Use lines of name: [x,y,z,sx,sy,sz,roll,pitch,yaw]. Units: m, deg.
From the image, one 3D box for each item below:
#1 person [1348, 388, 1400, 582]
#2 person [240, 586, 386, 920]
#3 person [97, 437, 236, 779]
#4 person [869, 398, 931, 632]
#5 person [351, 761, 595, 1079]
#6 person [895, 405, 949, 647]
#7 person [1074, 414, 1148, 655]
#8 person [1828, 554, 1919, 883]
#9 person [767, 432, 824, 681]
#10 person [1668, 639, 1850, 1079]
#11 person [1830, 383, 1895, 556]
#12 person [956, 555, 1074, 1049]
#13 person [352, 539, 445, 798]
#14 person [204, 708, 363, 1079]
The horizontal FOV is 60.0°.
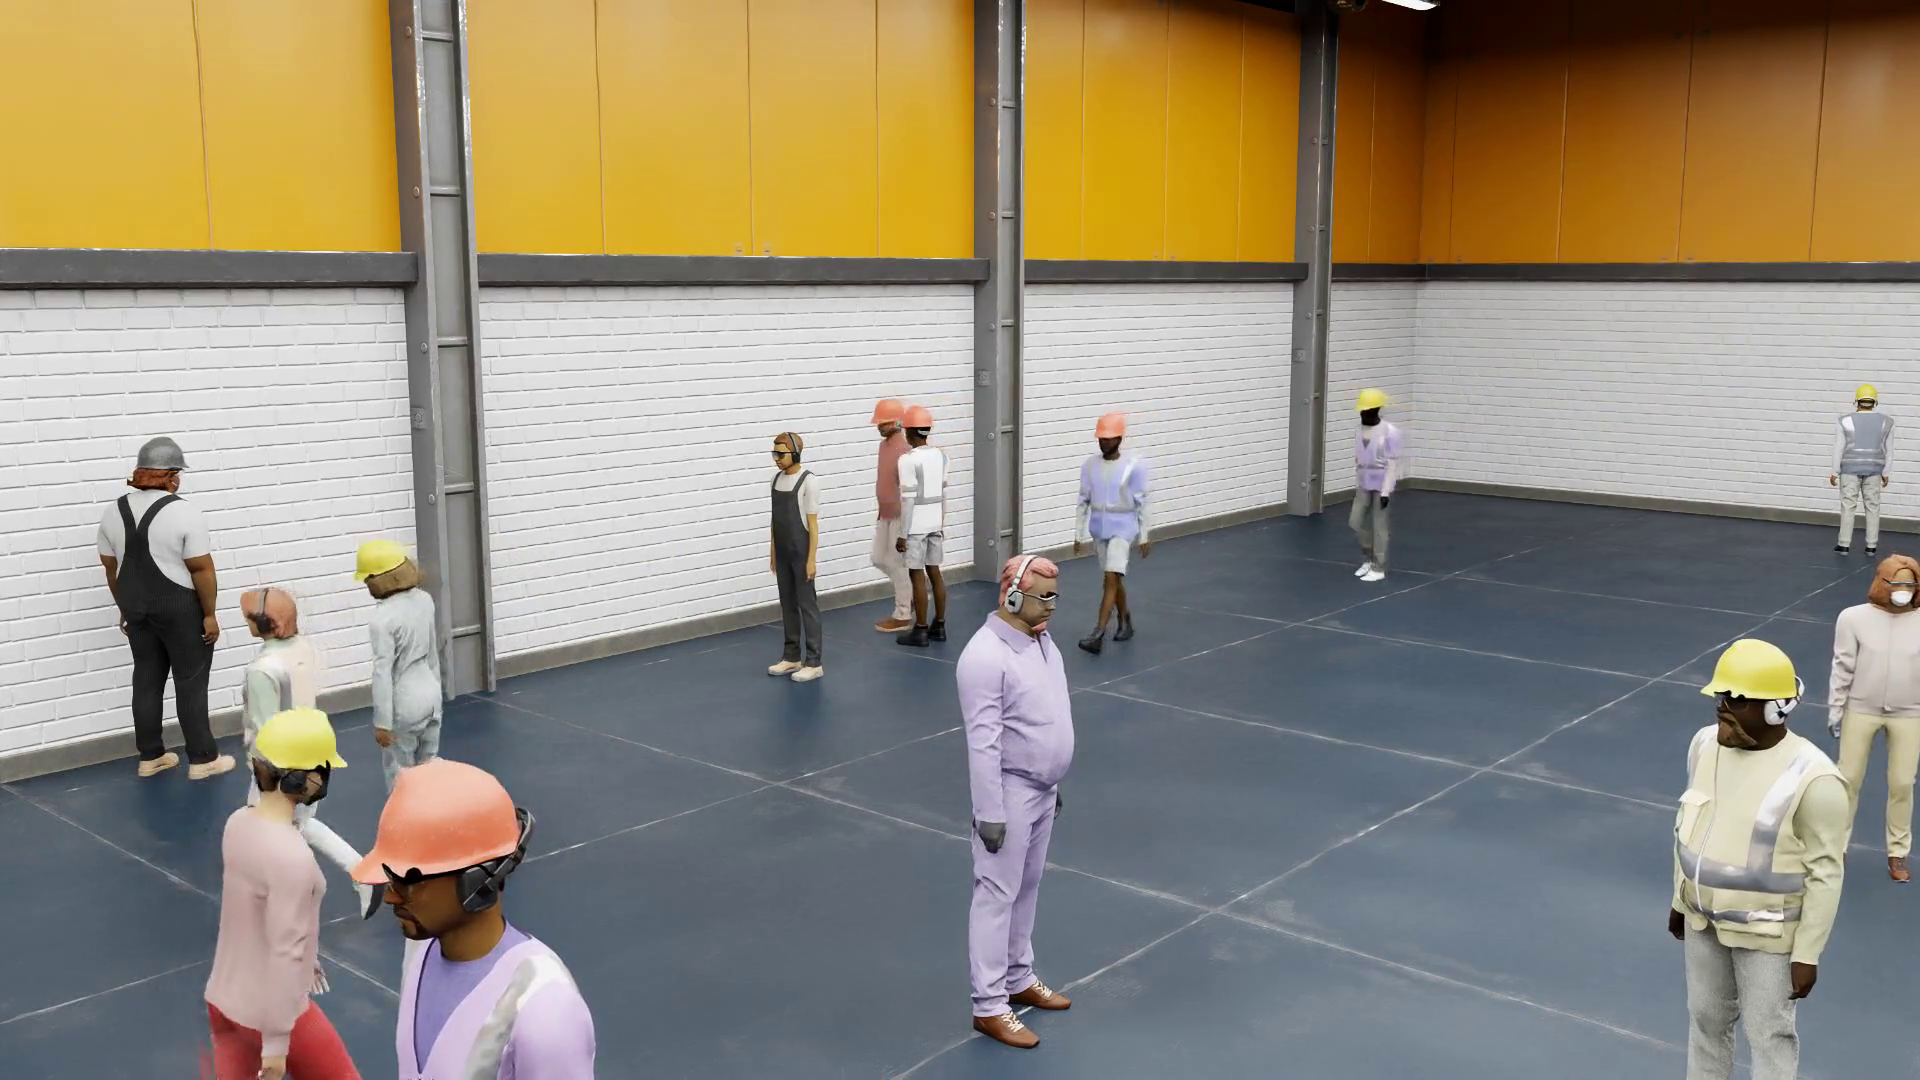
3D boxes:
person: [3.995,-0.526,16.109,0.463,1.902,0.586,-6,11,-33]
person: [-2.958,0.996,7.400,0.614,1.621,0.523,1,9,6]
person: [-4.675,0.394,9.884,0.688,2.000,0.536,2,9,13]
person: [-0.524,-0.208,13.891,0.514,1.965,0.664,-4,10,-22]
person: [-0.969,1.434,3.346,0.393,2.041,0.613,-8,12,-43]
person: [-0.331,-0.112,13.388,0.375,1.935,0.550,7,11,38]
person: [1.180,-0.062,13.226,0.564,1.883,1.016,6,11,31]
person: [4.558,0.872,8.195,0.506,1.628,0.277,4,10,23]
person: [-1.226,0.115,12.275,0.505,1.841,0.332,8,12,42]
person: [2.518,1.217,5.369,0.404,1.830,0.599,-3,10,-20]
person: [9.565,-0.743,17.673,0.591,1.833,0.404,2,9,13]
person: [0.246,0.997,6.538,0.407,1.903,0.639,4,10,25]
person: [-2.677,0.826,8.278,0.627,1.699,0.518,2,9,13]
person: [-1.956,1.344,4.897,0.531,1.730,0.733,8,12,43]
